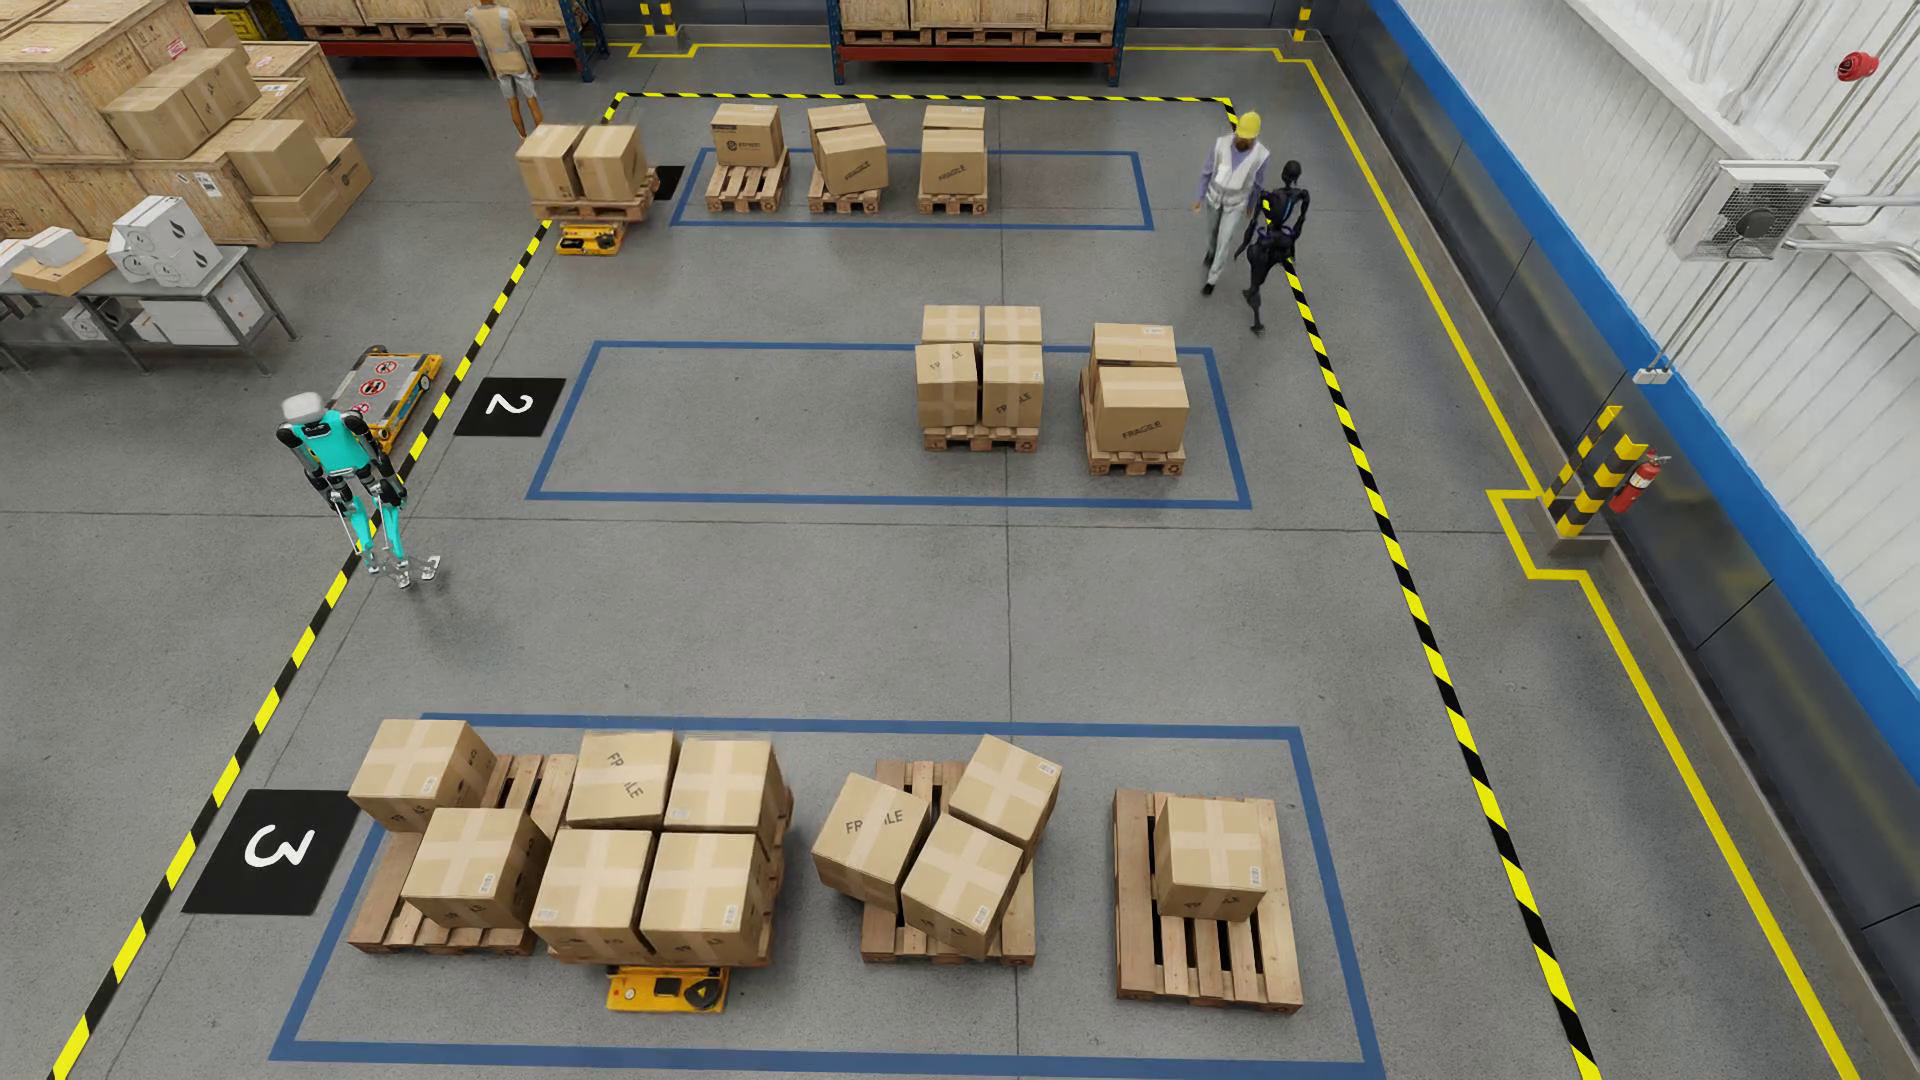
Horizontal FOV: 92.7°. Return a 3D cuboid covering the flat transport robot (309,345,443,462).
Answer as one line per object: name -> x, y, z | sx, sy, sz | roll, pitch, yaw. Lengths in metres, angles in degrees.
flat transport robot -> -5.383, -1.269, 8.441 | 0.659, 0.231, 1.431 | 1, 50, 1

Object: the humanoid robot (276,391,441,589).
humanoid robot -> -4.243, -0.209, 6.491 | 0.533, 1.681, 0.735 | -13, 51, -11

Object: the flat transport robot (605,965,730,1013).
flat transport robot -> -1.661, 2.079, 5.590 | 0.652, 0.197, 1.431 | 1, 50, 1

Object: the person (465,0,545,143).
person -> -5.416, -5.719, 11.045 | 0.604, 2.045, 0.377 | -1, 50, -1

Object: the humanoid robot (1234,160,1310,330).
humanoid robot -> 3.024, -2.851, 8.897 | 0.608, 1.653, 0.760 | -6, 50, -5

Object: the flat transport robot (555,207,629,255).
flat transport robot -> -4.123, -3.756, 10.527 | 0.652, 0.197, 1.431 | 1, 50, 1

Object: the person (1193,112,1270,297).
person -> 2.714, -3.464, 9.302 | 0.593, 1.793, 0.886 | 25, 54, 19
